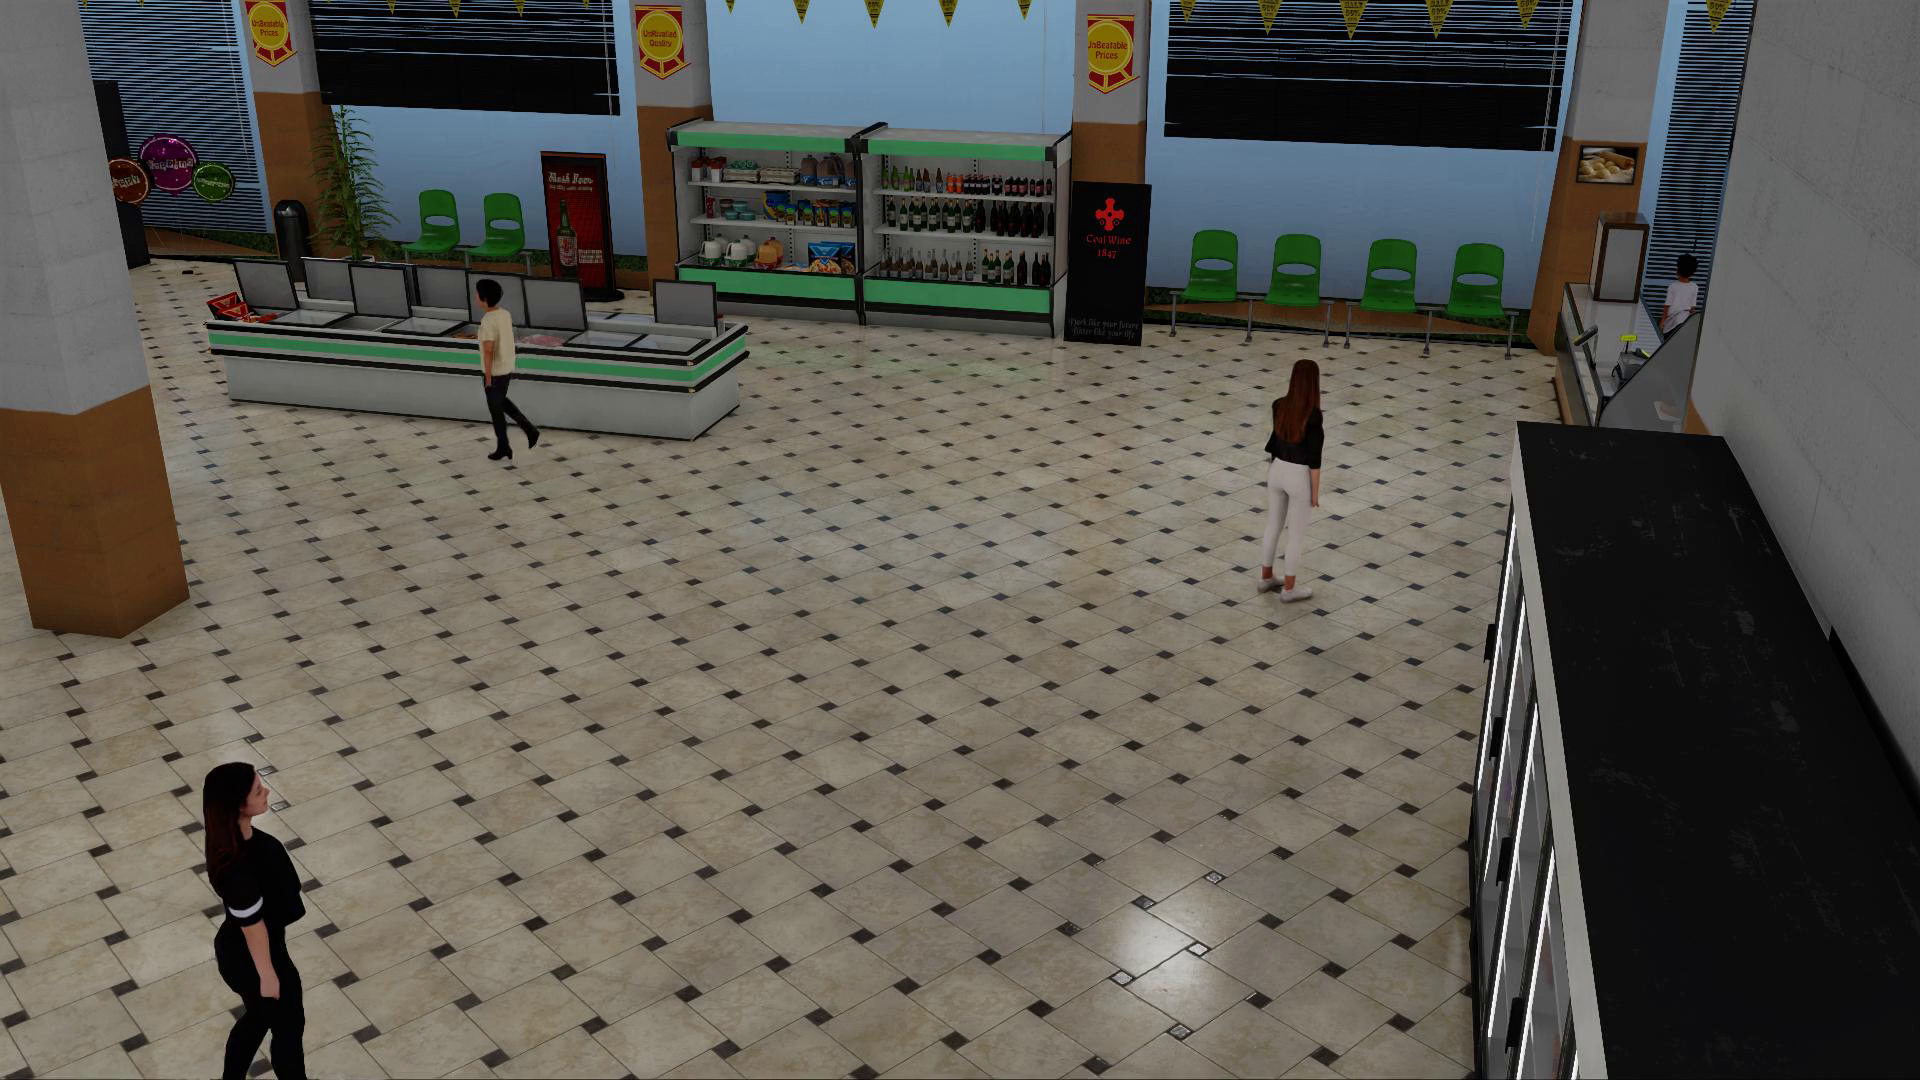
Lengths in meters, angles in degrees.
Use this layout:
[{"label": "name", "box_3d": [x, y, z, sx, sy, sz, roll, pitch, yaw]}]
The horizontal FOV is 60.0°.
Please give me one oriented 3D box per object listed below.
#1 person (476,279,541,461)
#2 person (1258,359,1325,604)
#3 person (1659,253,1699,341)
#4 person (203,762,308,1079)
[{"label": "person", "box_3d": [-3.847, -1.423, 14.089, 0.705, 1.576, 0.620, 4, 22, 10]}, {"label": "person", "box_3d": [2.270, -0.412, 11.406, 0.730, 1.699, 0.643, -17, 27, -35]}, {"label": "person", "box_3d": [7.104, -2.204, 16.451, 0.530, 1.262, 0.618, -2, 22, -6]}, {"label": "person", "box_3d": [-2.775, 1.600, 6.476, 0.898, 1.642, 0.836, -12, 25, -27]}]
